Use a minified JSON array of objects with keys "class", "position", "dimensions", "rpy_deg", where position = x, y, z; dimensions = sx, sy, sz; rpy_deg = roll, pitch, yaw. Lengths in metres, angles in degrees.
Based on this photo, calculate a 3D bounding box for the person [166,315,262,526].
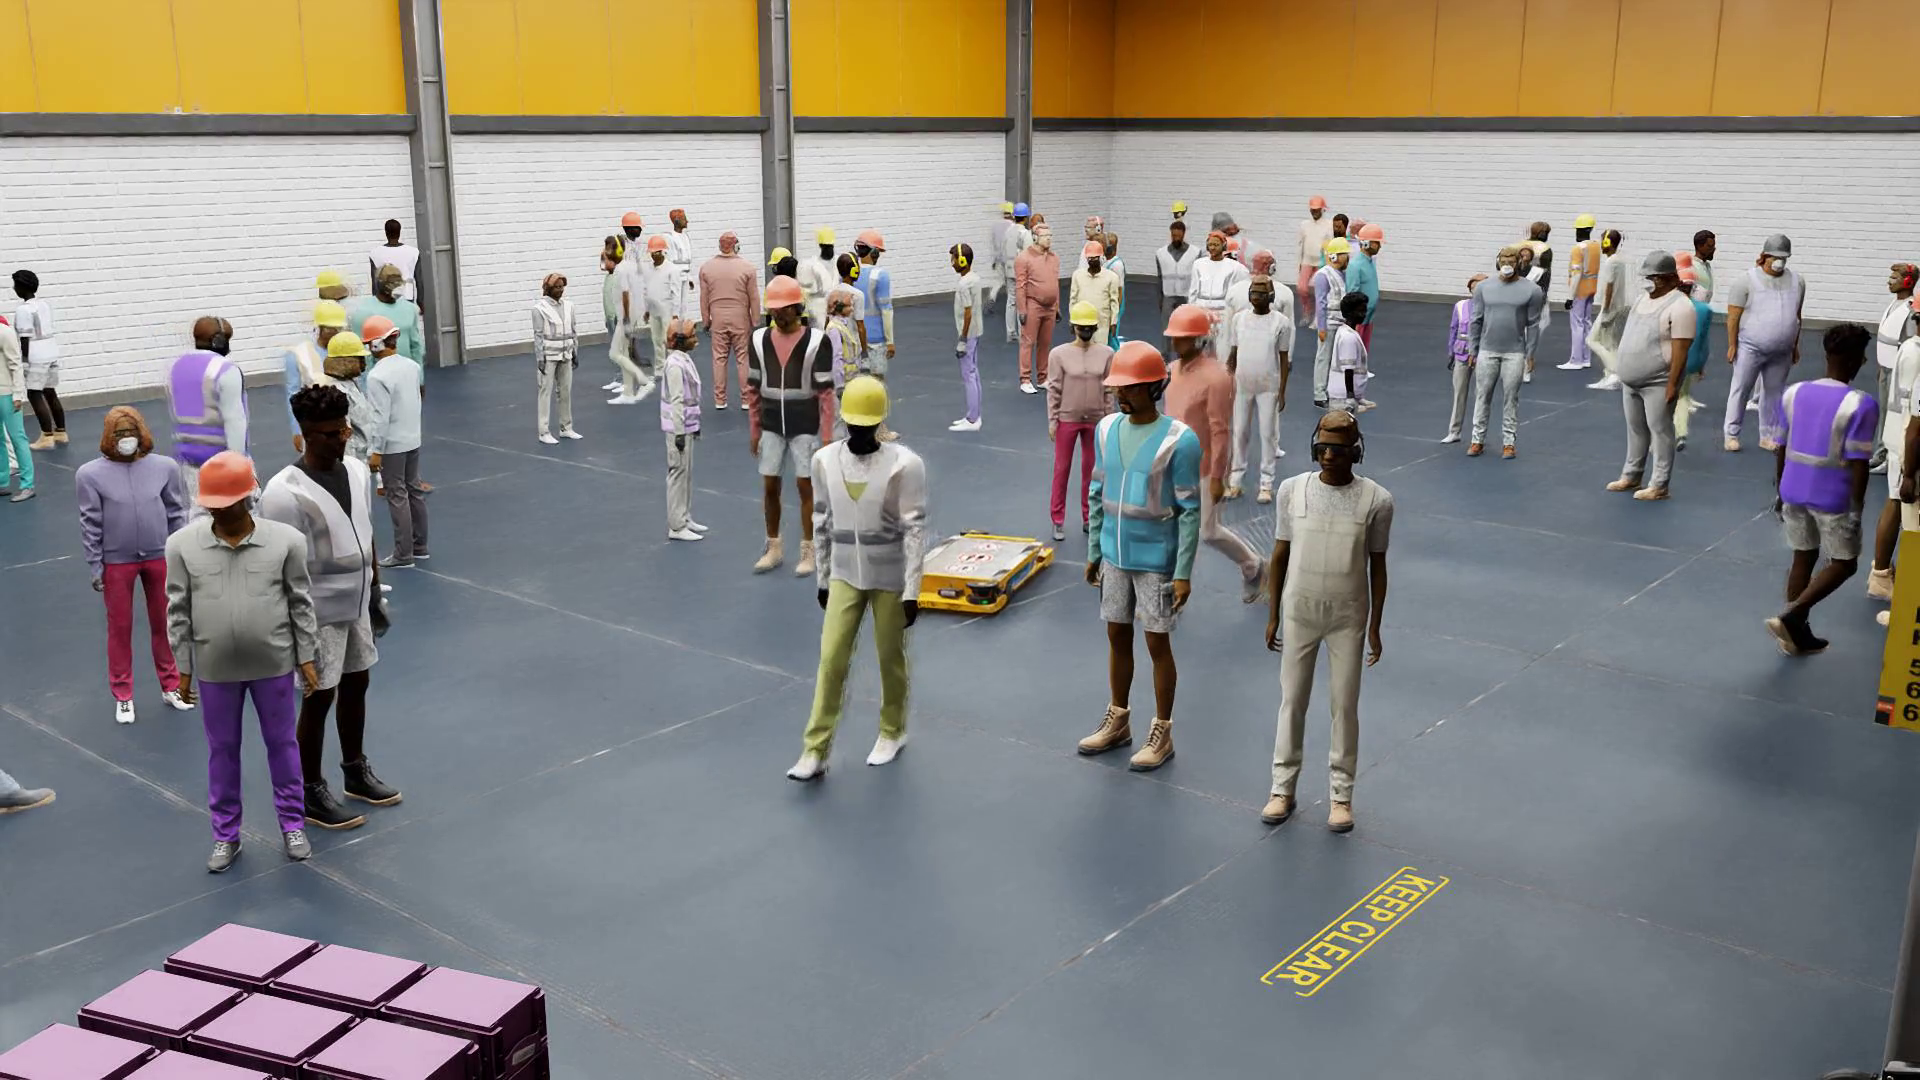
[{"class":"person","position":[-4.814,-0.553,10.865],"dimensions":[0.652,1.804,0.670],"rpy_deg":[6,15,22]}]

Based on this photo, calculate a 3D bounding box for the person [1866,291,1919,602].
[{"class":"person","position":[6.106,-0.614,10.623],"dimensions":[0.377,2.041,0.616],"rpy_deg":[8,16,29]}]

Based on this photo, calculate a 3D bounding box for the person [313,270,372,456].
[{"class":"person","position":[-5.714,-1.606,15.231],"dimensions":[0.716,1.714,0.511],"rpy_deg":[-3,14,-13]}]

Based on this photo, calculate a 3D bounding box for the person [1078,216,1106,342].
[{"class":"person","position":[1.649,-3.039,20.591],"dimensions":[0.408,1.908,0.643],"rpy_deg":[-6,15,-23]}]

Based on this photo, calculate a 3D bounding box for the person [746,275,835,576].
[{"class":"person","position":[-1.152,-0.763,11.226],"dimensions":[0.621,2.041,0.391],"rpy_deg":[3,14,11]}]

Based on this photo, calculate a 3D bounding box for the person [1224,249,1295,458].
[{"class":"person","position":[2.741,-1.693,15.213],"dimensions":[0.644,1.907,0.400],"rpy_deg":[6,15,24]}]

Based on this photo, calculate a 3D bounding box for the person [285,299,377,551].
[{"class":"person","position":[-4.542,-0.841,12.020],"dimensions":[0.597,1.804,0.838],"rpy_deg":[-8,16,-30]}]

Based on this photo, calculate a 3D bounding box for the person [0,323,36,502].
[{"class":"person","position":[-7.801,-1.179,13.443],"dimensions":[0.527,1.768,0.331],"rpy_deg":[5,15,18]}]

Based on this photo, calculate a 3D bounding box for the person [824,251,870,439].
[{"class":"person","position":[-1.035,-1.719,15.381],"dimensions":[0.530,1.874,0.311],"rpy_deg":[13,19,41]}]

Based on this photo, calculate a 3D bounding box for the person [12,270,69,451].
[{"class":"person","position":[-8.685,-1.701,15.690],"dimensions":[0.321,1.681,0.541],"rpy_deg":[-1,14,-3]}]

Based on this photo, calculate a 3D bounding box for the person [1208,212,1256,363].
[{"class":"person","position":[3.316,-3.019,20.240],"dimensions":[0.701,2.000,0.798],"rpy_deg":[-7,16,-26]}]

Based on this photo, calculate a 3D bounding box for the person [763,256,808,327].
[{"class":"person","position":[-1.773,-2.079,17.181],"dimensions":[0.542,1.695,0.316],"rpy_deg":[8,16,30]}]

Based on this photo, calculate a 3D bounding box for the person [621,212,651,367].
[{"class":"person","position":[-4.117,-3.166,21.034],"dimensions":[0.357,1.938,0.545],"rpy_deg":[-3,14,-10]}]

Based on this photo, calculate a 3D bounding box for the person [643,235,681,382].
[{"class":"person","position":[-3.530,-2.708,19.600],"dimensions":[0.567,1.743,0.351],"rpy_deg":[11,18,36]}]

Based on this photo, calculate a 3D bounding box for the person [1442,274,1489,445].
[{"class":"person","position":[4.886,-1.708,15.817],"dimensions":[0.514,1.637,0.310],"rpy_deg":[11,18,38]}]

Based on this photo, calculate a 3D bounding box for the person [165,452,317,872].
[{"class":"person","position":[-2.924,0.493,6.800],"dimensions":[0.560,1.744,0.338],"rpy_deg":[-5,15,-18]}]

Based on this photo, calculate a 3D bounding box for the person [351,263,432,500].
[{"class":"person","position":[-4.628,-1.283,13.540],"dimensions":[0.376,1.929,0.629],"rpy_deg":[8,16,29]}]

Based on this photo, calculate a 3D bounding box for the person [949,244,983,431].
[{"class":"person","position":[0.058,-2.013,16.578],"dimensions":[0.335,1.865,0.519],"rpy_deg":[3,14,12]}]

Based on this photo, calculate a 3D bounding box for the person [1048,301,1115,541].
[{"class":"person","position":[0.898,-0.874,12.222],"dimensions":[0.526,1.768,0.331],"rpy_deg":[-4,15,-15]}]

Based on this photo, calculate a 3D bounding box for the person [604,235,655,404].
[{"class":"person","position":[-3.629,-2.379,18.043],"dimensions":[0.435,1.854,0.535],"rpy_deg":[-1,14,-4]}]

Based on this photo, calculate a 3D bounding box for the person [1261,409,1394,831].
[{"class":"person","position":[1.577,0.348,7.176],"dimensions":[0.506,1.847,0.343],"rpy_deg":[5,15,19]}]

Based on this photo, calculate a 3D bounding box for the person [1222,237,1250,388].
[{"class":"person","position":[3.108,-2.628,19.279],"dimensions":[0.350,1.739,0.572],"rpy_deg":[-7,16,-25]}]

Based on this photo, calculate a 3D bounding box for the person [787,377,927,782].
[{"class":"person","position":[-0.471,0.205,7.649],"dimensions":[0.603,1.893,0.829],"rpy_deg":[4,15,17]}]

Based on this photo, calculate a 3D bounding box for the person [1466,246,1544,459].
[{"class":"person","position":[4.969,-1.715,15.236],"dimensions":[0.629,1.940,0.373],"rpy_deg":[6,15,22]}]

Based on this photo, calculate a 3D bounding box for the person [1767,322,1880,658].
[{"class":"person","position":[4.830,-0.256,9.383],"dimensions":[0.537,1.950,0.611],"rpy_deg":[-7,16,-25]}]

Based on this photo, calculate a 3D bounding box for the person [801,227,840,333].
[{"class":"person","position":[-1.490,-2.612,18.955],"dimensions":[0.593,1.875,0.972],"rpy_deg":[-11,18,-37]}]

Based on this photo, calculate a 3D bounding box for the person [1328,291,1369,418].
[{"class":"person","position":[3.174,-1.187,13.622],"dimensions":[0.316,1.692,0.540],"rpy_deg":[2,14,8]}]

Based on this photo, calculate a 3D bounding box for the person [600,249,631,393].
[{"class":"person","position":[-3.946,-2.505,19.010],"dimensions":[0.269,1.630,0.507],"rpy_deg":[-8,16,-30]}]

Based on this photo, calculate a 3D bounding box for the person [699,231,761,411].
[{"class":"person","position":[-2.437,-2.335,17.778],"dimensions":[0.653,1.906,0.405],"rpy_deg":[2,14,8]}]

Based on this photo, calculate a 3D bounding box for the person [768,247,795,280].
[{"class":"person","position":[-1.831,-2.181,17.464],"dimensions":[0.341,1.760,0.525],"rpy_deg":[0,14,1]}]

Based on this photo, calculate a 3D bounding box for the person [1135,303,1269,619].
[{"class":"person","position":[1.513,-0.483,10.263],"dimensions":[0.852,1.970,0.623],"rpy_deg":[-8,16,-28]}]

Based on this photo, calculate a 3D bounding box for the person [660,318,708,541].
[{"class":"person","position":[-2.044,-0.809,12.237],"dimensions":[0.312,1.635,0.517],"rpy_deg":[-1,14,-2]}]

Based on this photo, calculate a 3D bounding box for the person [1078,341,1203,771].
[{"class":"person","position":[0.829,0.079,7.853],"dimensions":[0.616,2.041,0.379],"rpy_deg":[13,19,43]}]

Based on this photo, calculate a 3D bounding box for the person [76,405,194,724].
[{"class":"person","position":[-4.215,0.115,8.541],"dimensions":[0.500,1.633,0.289],"rpy_deg":[-11,18,-39]}]
